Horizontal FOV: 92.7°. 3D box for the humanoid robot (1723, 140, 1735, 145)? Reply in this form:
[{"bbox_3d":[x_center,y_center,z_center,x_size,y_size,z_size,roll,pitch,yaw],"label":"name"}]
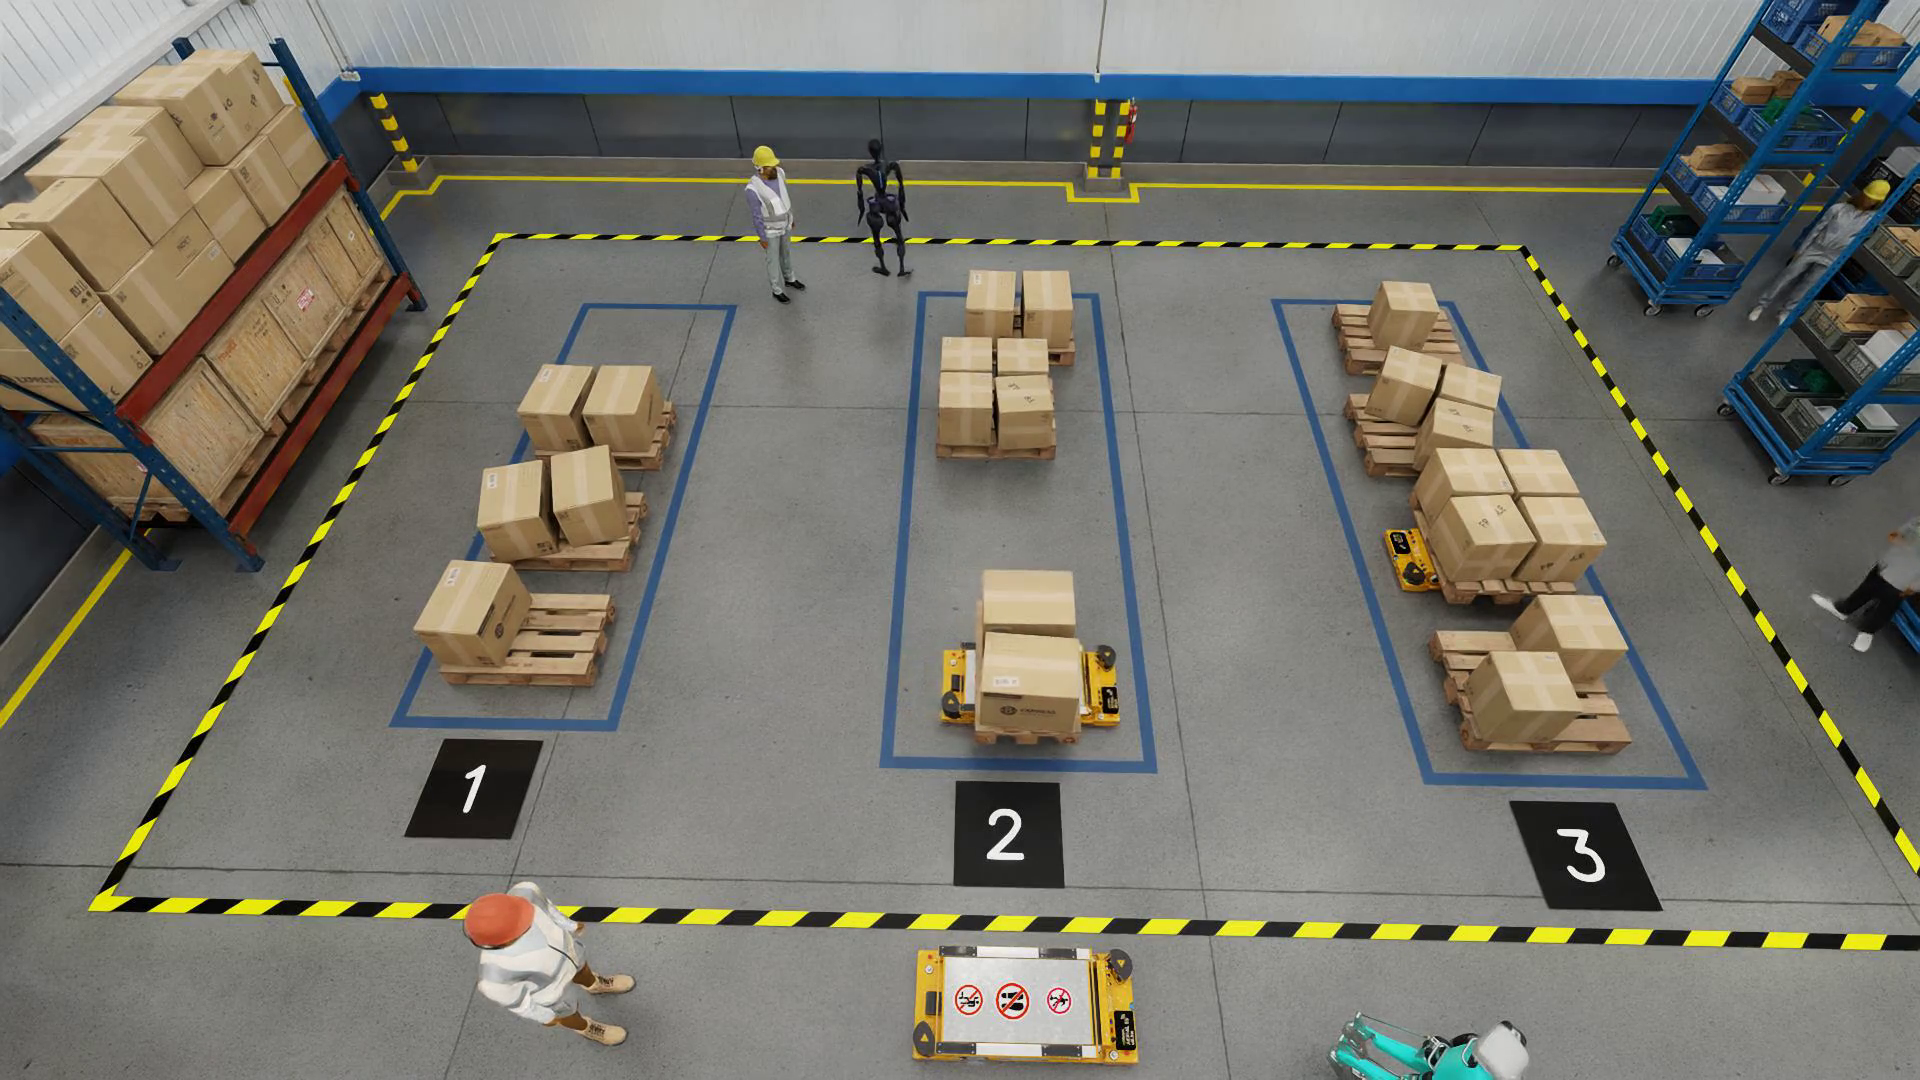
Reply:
[{"bbox_3d":[9.091,-4.319,11.127,0.608,1.624,0.772,-21,54,-16],"label":"humanoid robot"}]

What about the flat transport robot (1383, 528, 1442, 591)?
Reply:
[{"bbox_3d":[4.689,0.155,8.342,1.431,0.197,0.652,1,51,1],"label":"flat transport robot"}]

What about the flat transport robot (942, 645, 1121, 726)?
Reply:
[{"bbox_3d":[0.574,1.174,7.511,1.431,0.197,0.652,1,51,1],"label":"flat transport robot"}]

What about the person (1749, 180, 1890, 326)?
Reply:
[{"bbox_3d":[9.490,-3.138,10.090,0.486,1.746,0.288,21,54,16],"label":"person"}]

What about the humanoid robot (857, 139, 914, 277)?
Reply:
[{"bbox_3d":[-0.884,-3.808,10.685,0.614,1.648,0.466,-8,51,-7],"label":"humanoid robot"}]

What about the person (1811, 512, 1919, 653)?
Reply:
[{"bbox_3d":[7.713,0.170,7.361,0.357,1.807,0.678,10,52,8],"label":"person"}]

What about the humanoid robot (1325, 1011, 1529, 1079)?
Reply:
[{"bbox_3d":[2.459,2.863,5.121,0.533,1.672,0.735,-36,59,-26],"label":"humanoid robot"}]

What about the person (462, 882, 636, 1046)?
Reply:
[{"bbox_3d":[-2.353,2.477,5.321,0.364,2.048,0.607,-1,51,-1],"label":"person"}]

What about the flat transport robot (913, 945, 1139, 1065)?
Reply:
[{"bbox_3d":[0.422,3.041,6.007,1.431,0.231,0.659,1,51,1],"label":"flat transport robot"}]

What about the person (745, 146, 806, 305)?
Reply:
[{"bbox_3d":[-2.081,-3.566,10.380,0.404,1.837,0.590,24,55,18],"label":"person"}]
